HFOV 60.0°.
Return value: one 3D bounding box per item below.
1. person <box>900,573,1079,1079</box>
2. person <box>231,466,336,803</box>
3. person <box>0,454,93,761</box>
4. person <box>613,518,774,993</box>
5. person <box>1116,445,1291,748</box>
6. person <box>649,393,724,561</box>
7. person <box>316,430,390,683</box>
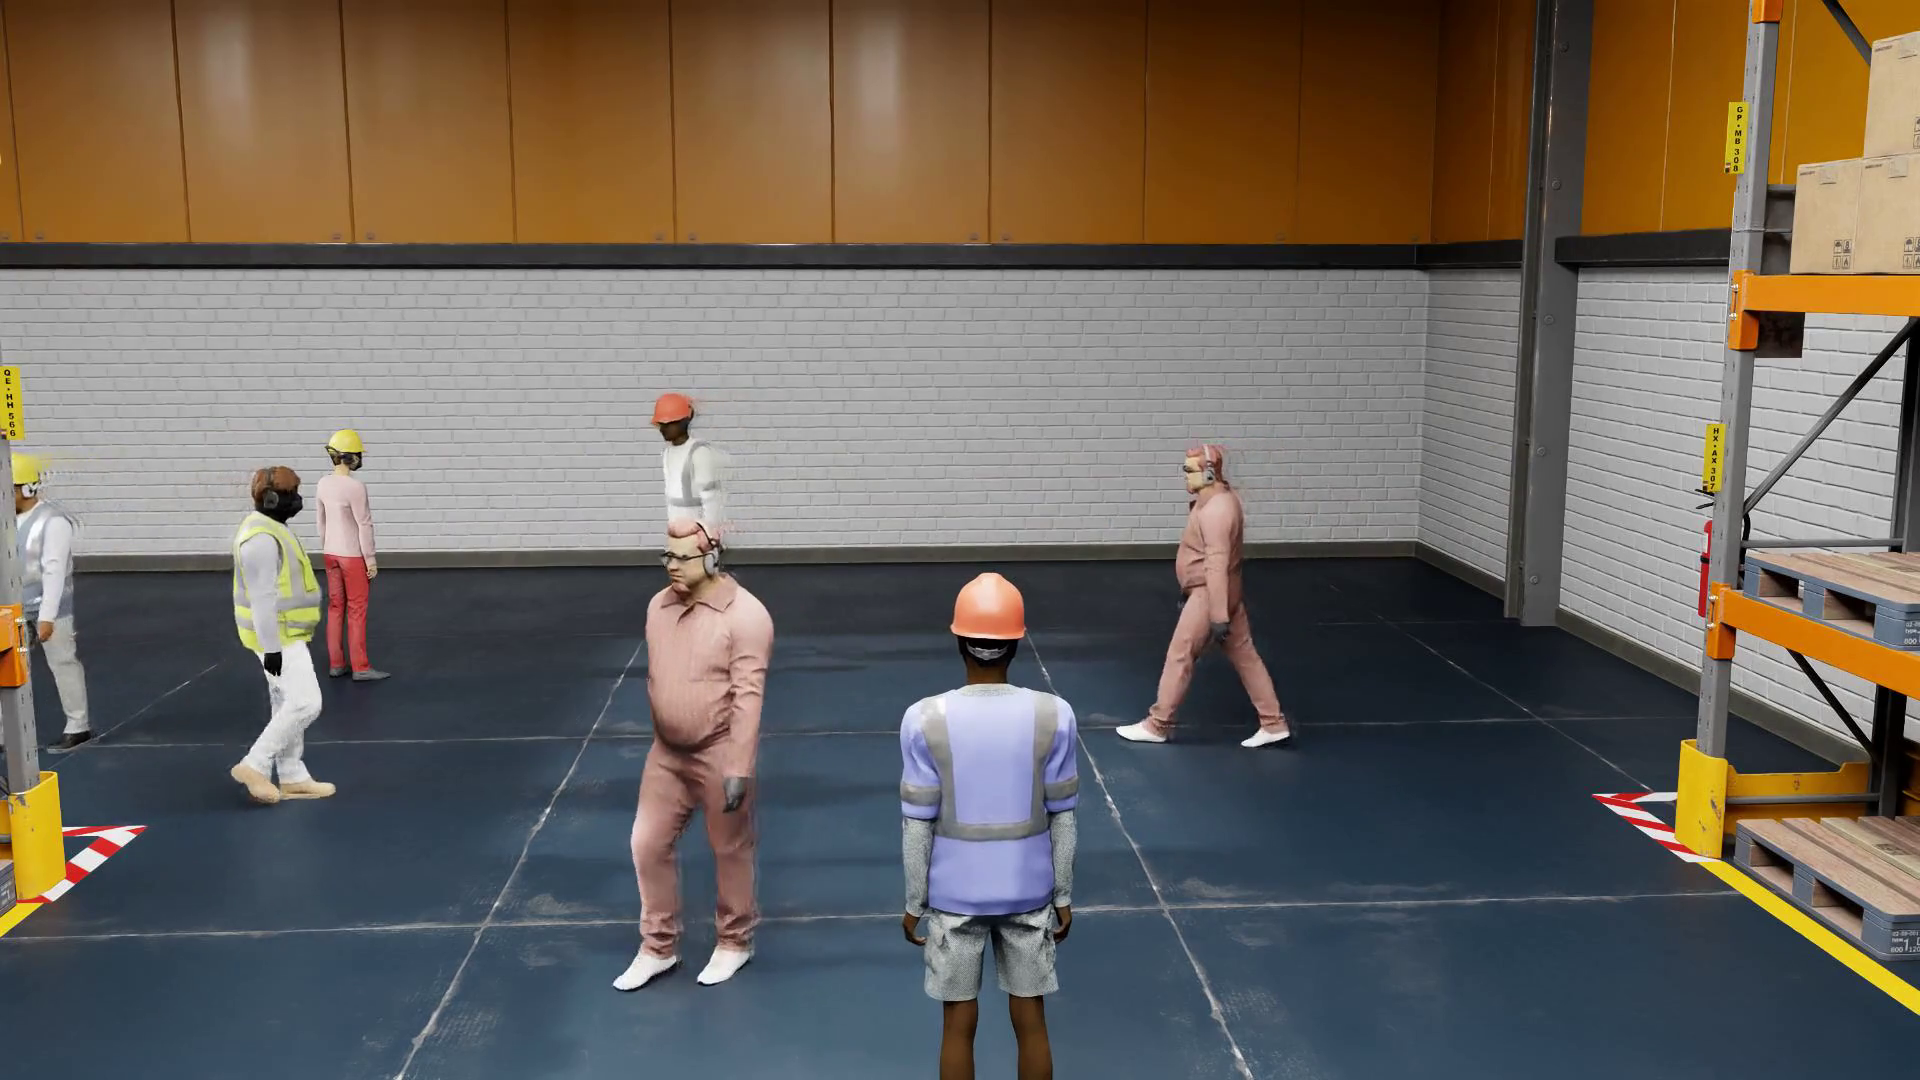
[{"bbox_3d":[0.086,1.062,5.109,0.543,1.939,0.360,-1,9,-5],"label":"person"},{"bbox_3d":[-3.612,0.516,8.863,0.435,1.833,0.648,-3,9,-15],"label":"person"},{"bbox_3d":[-5.460,0.414,9.626,0.596,1.799,0.837,3,10,20],"label":"person"},{"bbox_3d":[-1.075,0.864,6.515,0.655,1.887,0.668,5,10,30],"label":"person"},{"bbox_3d":[1.500,0.349,9.897,1.035,1.852,0.642,3,10,20],"label":"person"},{"bbox_3d":[-1.904,-0.086,12.147,0.731,2.007,0.616,-7,11,-38],"label":"person"},{"bbox_3d":[-4.260,0.111,11.628,0.533,1.766,0.311,6,11,34],"label":"person"}]
